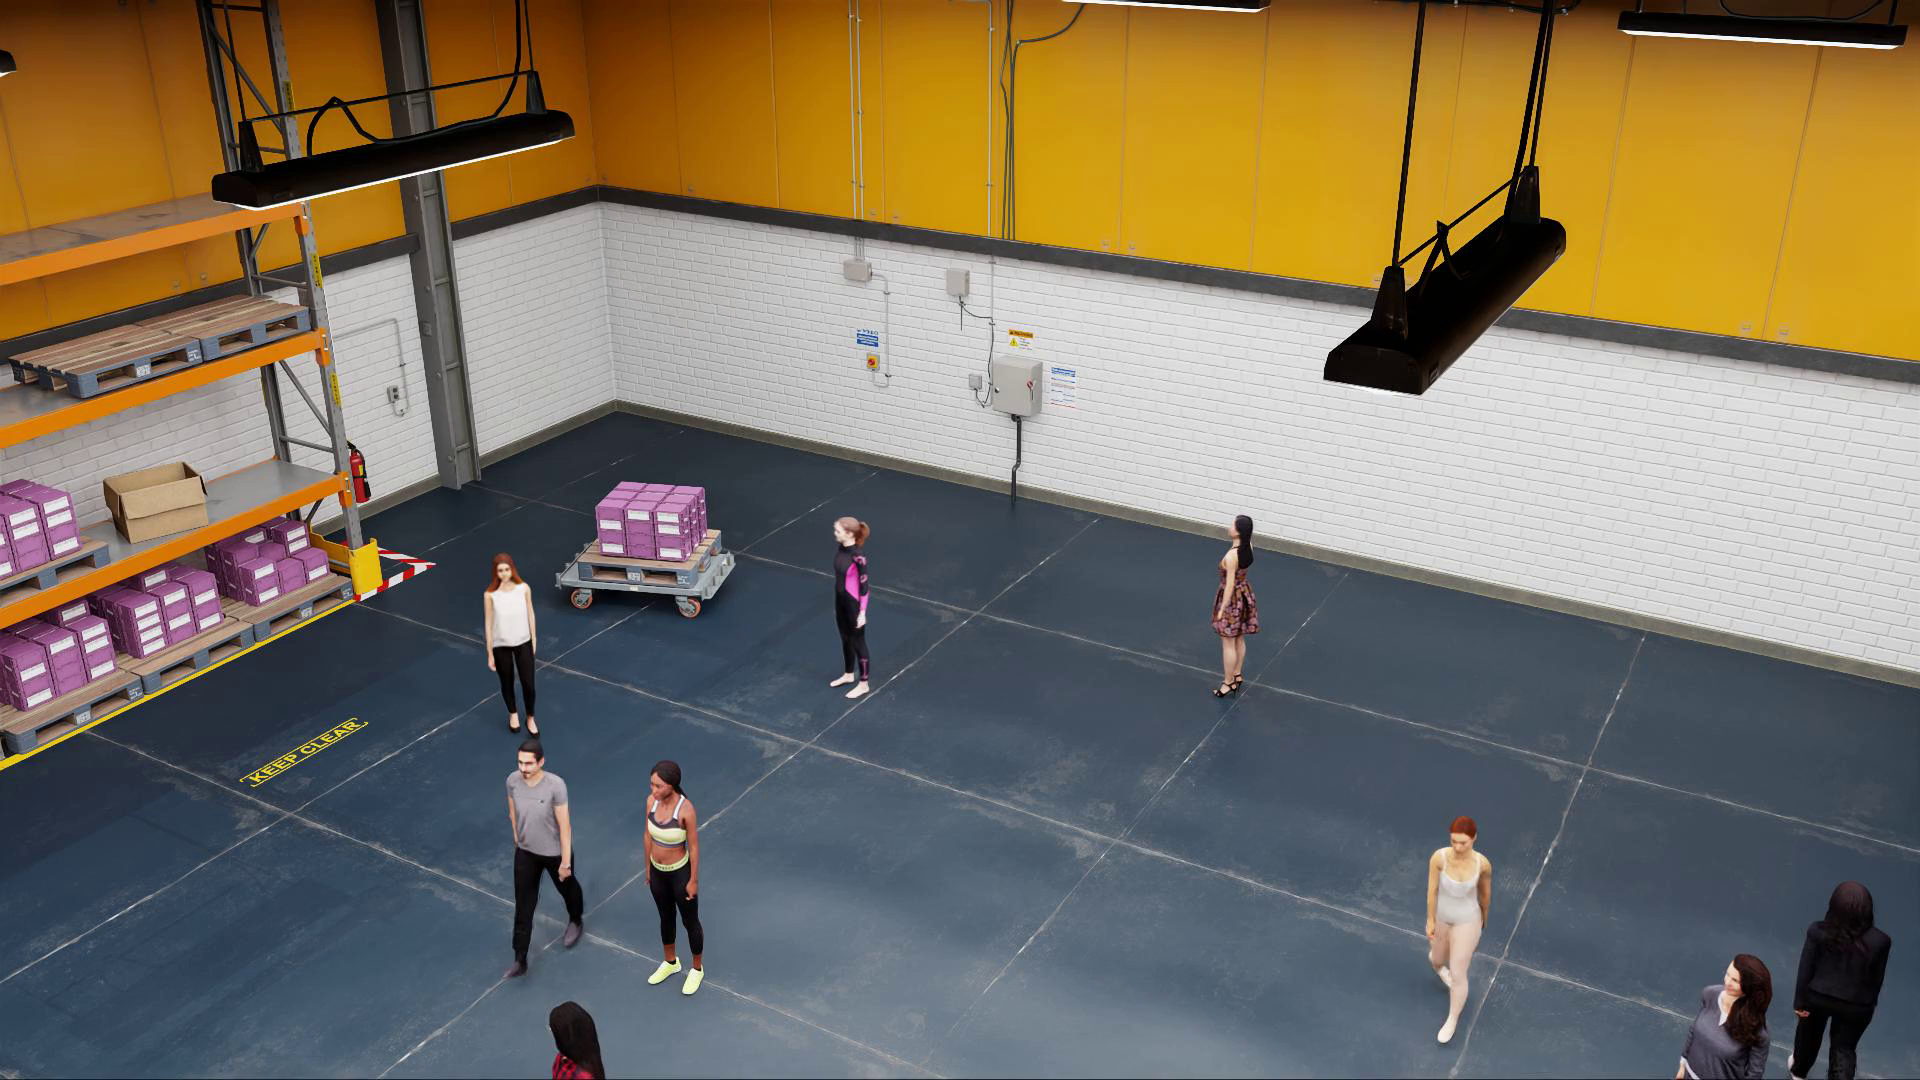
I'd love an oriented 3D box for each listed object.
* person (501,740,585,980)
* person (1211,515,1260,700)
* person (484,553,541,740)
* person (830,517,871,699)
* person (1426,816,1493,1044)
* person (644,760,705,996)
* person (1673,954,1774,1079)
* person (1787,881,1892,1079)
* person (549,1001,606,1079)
[{"bbox_3d":[-2.853,2.113,11.568,0.913,1.713,1.196,4,24,9],"label":"person"},{"bbox_3d":[2.460,0.590,14.979,0.730,1.773,0.612,15,28,31],"label":"person"},{"bbox_3d":[-3.902,0.879,14.402,0.778,1.704,0.836,-7,25,-17],"label":"person"},{"bbox_3d":[-0.979,0.582,15.029,0.662,1.747,0.648,-15,28,-31],"label":"person"},{"bbox_3d":[3.258,2.457,10.914,0.617,1.607,0.934,7,25,15],"label":"person"},{"bbox_3d":[-1.925,2.244,11.217,0.572,1.755,0.531,11,26,23],"label":"person"},{"bbox_3d":[4.249,3.059,9.338,0.699,1.767,0.690,-12,26,-25],"label":"person"},{"bbox_3d":[5.319,2.836,10.069,0.736,1.589,1.048,8,25,19],"label":"person"},{"bbox_3d":[-2.035,3.203,9.149,0.695,1.654,0.664,-10,25,-21],"label":"person"}]
